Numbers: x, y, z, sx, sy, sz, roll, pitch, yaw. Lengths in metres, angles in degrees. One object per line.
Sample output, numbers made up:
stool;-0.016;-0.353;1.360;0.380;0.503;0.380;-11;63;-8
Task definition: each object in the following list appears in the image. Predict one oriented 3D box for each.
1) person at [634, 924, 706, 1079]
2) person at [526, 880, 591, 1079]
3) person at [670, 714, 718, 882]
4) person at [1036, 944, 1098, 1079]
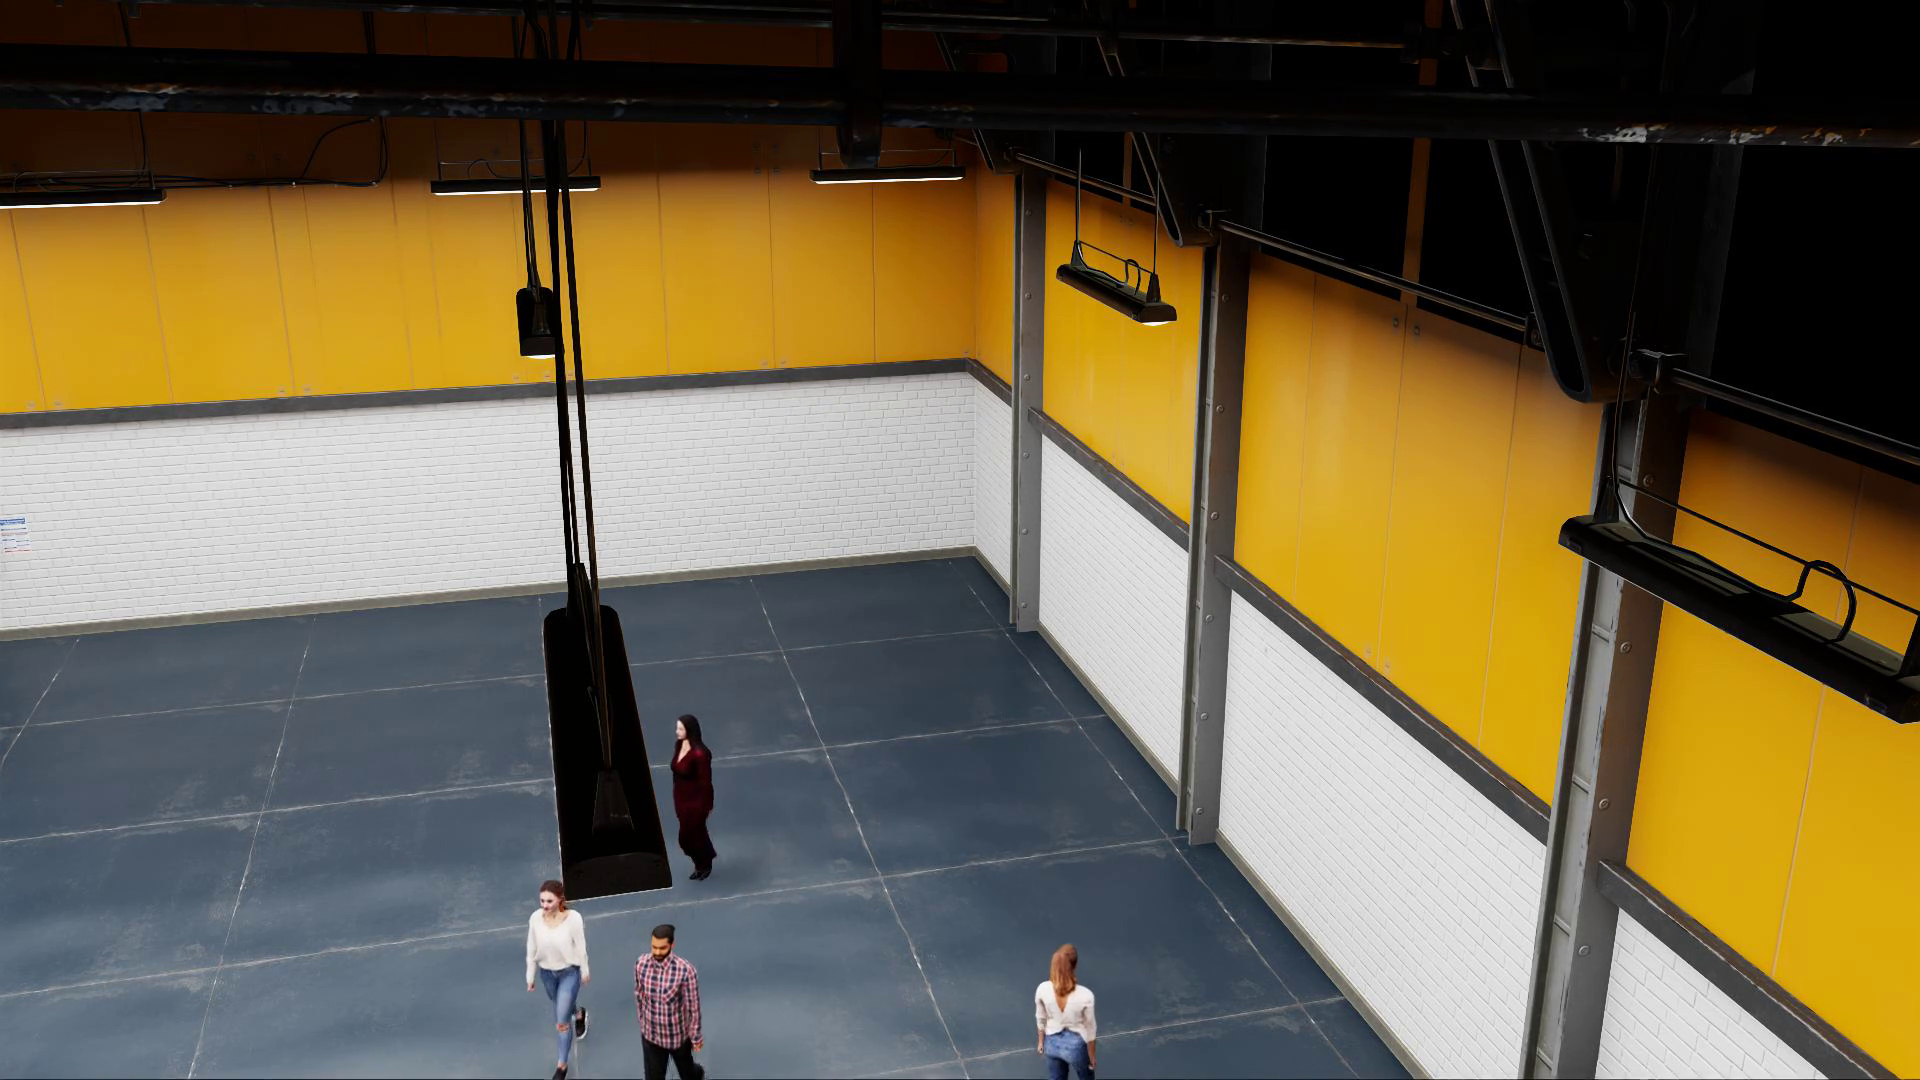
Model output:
person;-2.154;3.628;12.446;1.017;1.751;1.194;4;19;12
person;-3.150;3.414;13.223;0.926;1.661;1.172;3;19;9
person;-2.472;2.462;15.916;0.865;1.747;0.776;-15;23;-37
person;0.755;3.761;12.109;0.793;1.714;0.849;7;20;20
